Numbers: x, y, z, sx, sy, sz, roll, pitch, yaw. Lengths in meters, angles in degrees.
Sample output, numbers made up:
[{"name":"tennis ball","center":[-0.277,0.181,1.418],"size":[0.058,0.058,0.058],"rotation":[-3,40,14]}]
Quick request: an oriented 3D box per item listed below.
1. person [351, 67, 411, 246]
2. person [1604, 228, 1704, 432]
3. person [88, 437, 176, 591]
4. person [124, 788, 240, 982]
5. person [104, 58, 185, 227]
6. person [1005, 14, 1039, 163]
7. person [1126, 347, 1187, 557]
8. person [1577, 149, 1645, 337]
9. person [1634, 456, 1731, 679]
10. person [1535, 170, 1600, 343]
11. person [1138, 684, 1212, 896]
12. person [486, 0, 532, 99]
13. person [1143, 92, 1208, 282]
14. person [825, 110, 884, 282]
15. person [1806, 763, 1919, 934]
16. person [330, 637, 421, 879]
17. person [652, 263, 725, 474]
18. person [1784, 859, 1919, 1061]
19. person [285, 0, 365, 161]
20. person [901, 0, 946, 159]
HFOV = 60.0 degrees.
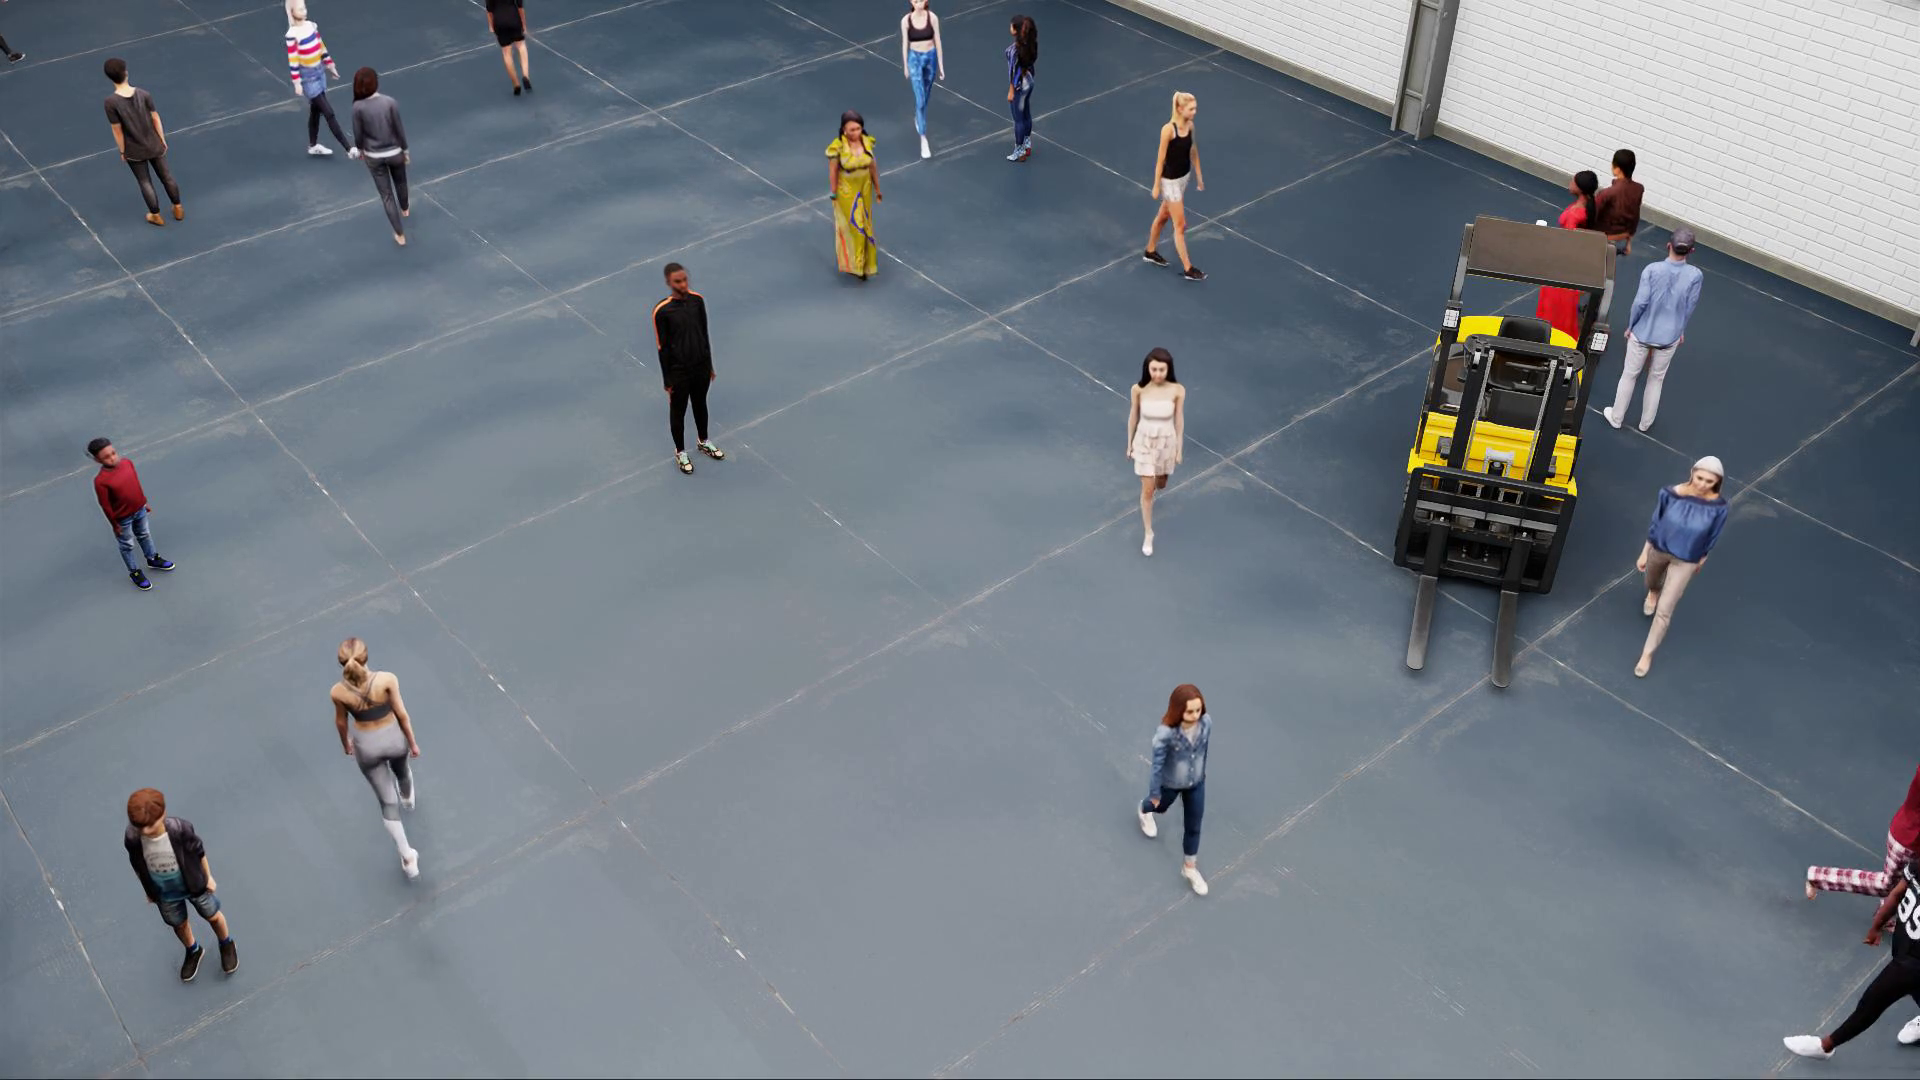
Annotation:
[{"name":"person","center":[-5.642,-3.735,16.337],"size":[0.835,1.731,1.111],"rotation":[-15,41,-18]},{"name":"person","center":[5.734,-1.727,13.697],"size":[0.718,1.888,0.802],"rotation":[7,39,9]},{"name":"person","center":[-6.187,-0.233,12.333],"size":[0.600,1.255,0.578],"rotation":[14,41,17]},{"name":"person","center":[-4.440,1.941,9.456],"size":[0.614,1.448,0.629],"rotation":[-9,39,-11]},{"name":"person","center":[-8.191,-3.976,16.653],"size":[0.619,1.713,0.552],"rotation":[-26,45,-28]},{"name":"person","center":[0.650,-4.851,17.827],"size":[0.669,1.615,0.674],"rotation":[19,42,22]},{"name":"person","center":[1.492,-0.732,12.592],"size":[0.975,1.712,1.023],"rotation":[5,39,6]},{"name":"person","center":[5.862,-2.600,14.897],"size":[0.752,1.754,0.819],"rotation":[-16,41,-20]},{"name":"person","center":[4.992,0.077,11.626],"size":[1.138,1.663,0.889],"rotation":[23,44,26]},{"name":"person","center":[5.470,-2.400,14.646],"size":[0.854,1.765,0.749],"rotation":[22,44,25]},{"name":"person","center":[1.293,1.409,10.118],"size":[0.764,1.453,1.060],"rotation":[-15,41,-18]},{"name":"person","center":[-5.170,-5.867,19.058],"size":[0.633,1.667,0.643],"rotation":[-14,41,-17]},{"name":"person","center":[1.975,-3.451,15.914],"size":[1.065,1.814,0.733],"rotation":[30,48,32]},{"name":"person","center":[-1.065,-3.376,15.967],"size":[0.735,1.642,1.042],"rotation":[-27,46,-29]},{"name":"person","center":[5.438,1.668,9.611],"size":[0.966,1.681,0.773],"rotation":[22,44,25]},{"name":"person","center":[-3.496,1.322,10.061],"size":[0.819,1.661,1.181],"rotation":[-14,41,-16]},{"name":"person","center":[-2.200,-1.403,13.356],"size":[0.607,1.808,0.509],"rotation":[-27,46,-30]},{"name":"person","center":[5.203,2.215,8.917],"size":[1.164,1.693,1.217],"rotation":[-6,39,-8]},{"name":"person","center":[-7.006,-4.929,17.794],"size":[1.126,1.779,1.017],"rotation":[8,39,10]},{"name":"person","center":[-0.413,-5.152,18.110],"size":[0.961,1.742,1.258],"rotation":[-7,39,-9]}]
